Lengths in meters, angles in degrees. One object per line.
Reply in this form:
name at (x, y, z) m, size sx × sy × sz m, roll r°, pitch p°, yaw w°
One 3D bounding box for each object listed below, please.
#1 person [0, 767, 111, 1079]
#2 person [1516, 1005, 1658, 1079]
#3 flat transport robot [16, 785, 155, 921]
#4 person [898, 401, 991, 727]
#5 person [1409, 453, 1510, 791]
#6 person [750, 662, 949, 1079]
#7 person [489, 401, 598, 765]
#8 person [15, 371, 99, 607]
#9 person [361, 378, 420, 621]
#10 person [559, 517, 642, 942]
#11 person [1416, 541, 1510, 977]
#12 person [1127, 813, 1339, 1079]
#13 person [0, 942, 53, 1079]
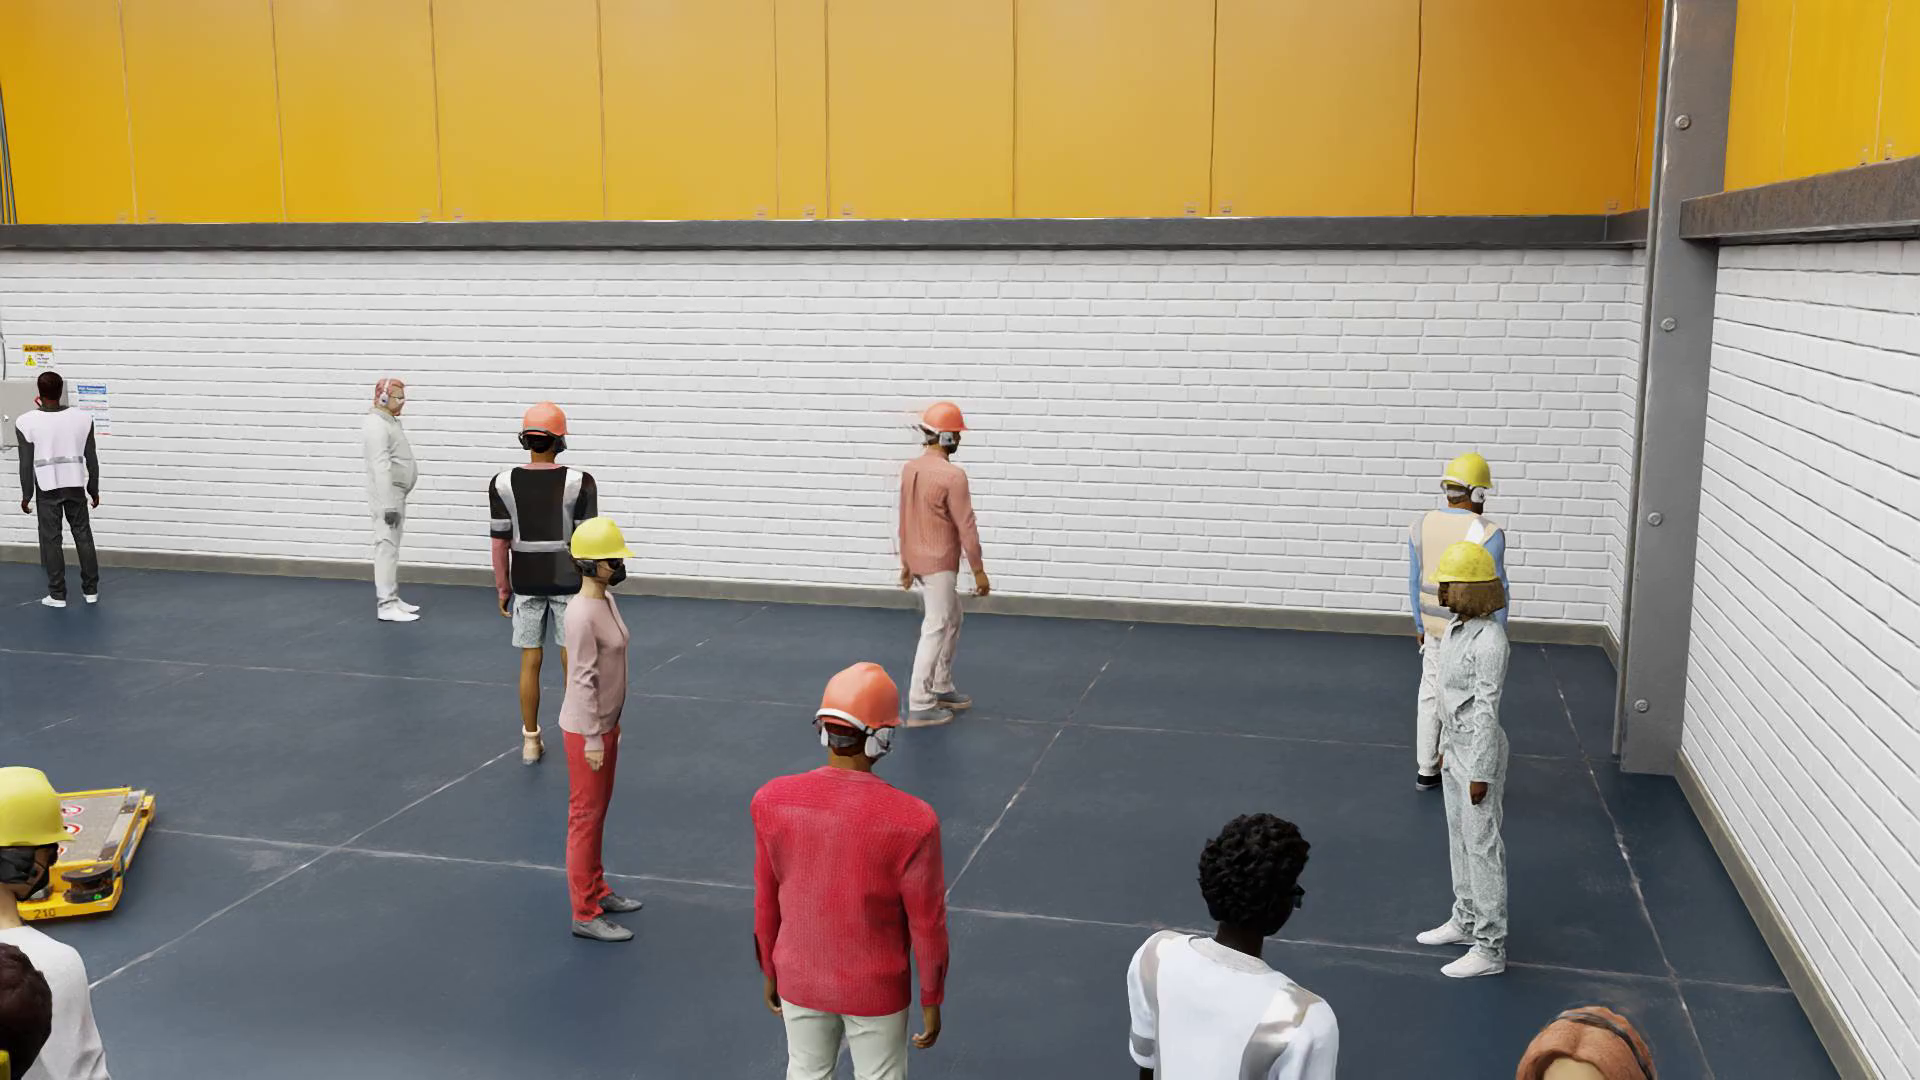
person at (-2.022, 1.357, 3.616) m, size 0.524 × 1.760 × 0.327 m, roll 3°, pitch 10°, yaw 20°
person at (1.076, 1.548, 2.882) m, size 0.523 × 1.628 × 0.425 m, roll 7°, pitch 12°, yaw 34°
flat transport robot at (-4.165, 1.411, 7.664) m, size 0.652 × 0.197 × 1.431 m, roll -3°, pitch 10°, yaw -19°
person at (-0.073, 0.144, 10.143) m, size 0.705 × 1.971 × 0.632 m, roll -5°, pitch 11°, yaw -28°
person at (2.626, 0.455, 8.713) m, size 0.404 × 1.830 × 0.588 m, roll -7°, pitch 12°, yaw -35°
person at (-0.294, 1.197, 4.621) m, size 0.573 × 1.738 × 0.352 m, roll 3°, pitch 10°, yaw 18°
person at (-2.299, 0.246, 9.317) m, size 0.610 × 2.043 × 0.375 m, roll 0°, pitch 10°, yaw -3°
person at (-7.330, -0.412, 13.561) m, size 0.373 × 1.916 × 0.596 m, roll 9°, pitch 13°, yaw 44°
person at (-4.458, -0.319, 13.078) m, size 0.398 × 1.901 × 0.669 m, roll -2°, pitch 10°, yaw -14°
person at (-1.507, 0.780, 6.988) m, size 0.326 × 1.769 × 0.524 m, roll 0°, pitch 10°, yaw -1°
person at (2.006, 0.859, 6.625) m, size 0.343 × 1.735 × 0.484 m, roll 0°, pitch 10°, yaw -1°
person at (0.578, 1.404, 3.550) m, size 0.319 × 1.687 × 0.538 m, roll -9°, pitch 13°, yaw -42°
person at (-1.431, 1.496, 2.499) m, size 0.329 × 1.862 × 0.508 m, roll -8°, pitch 12°, yaw -38°
